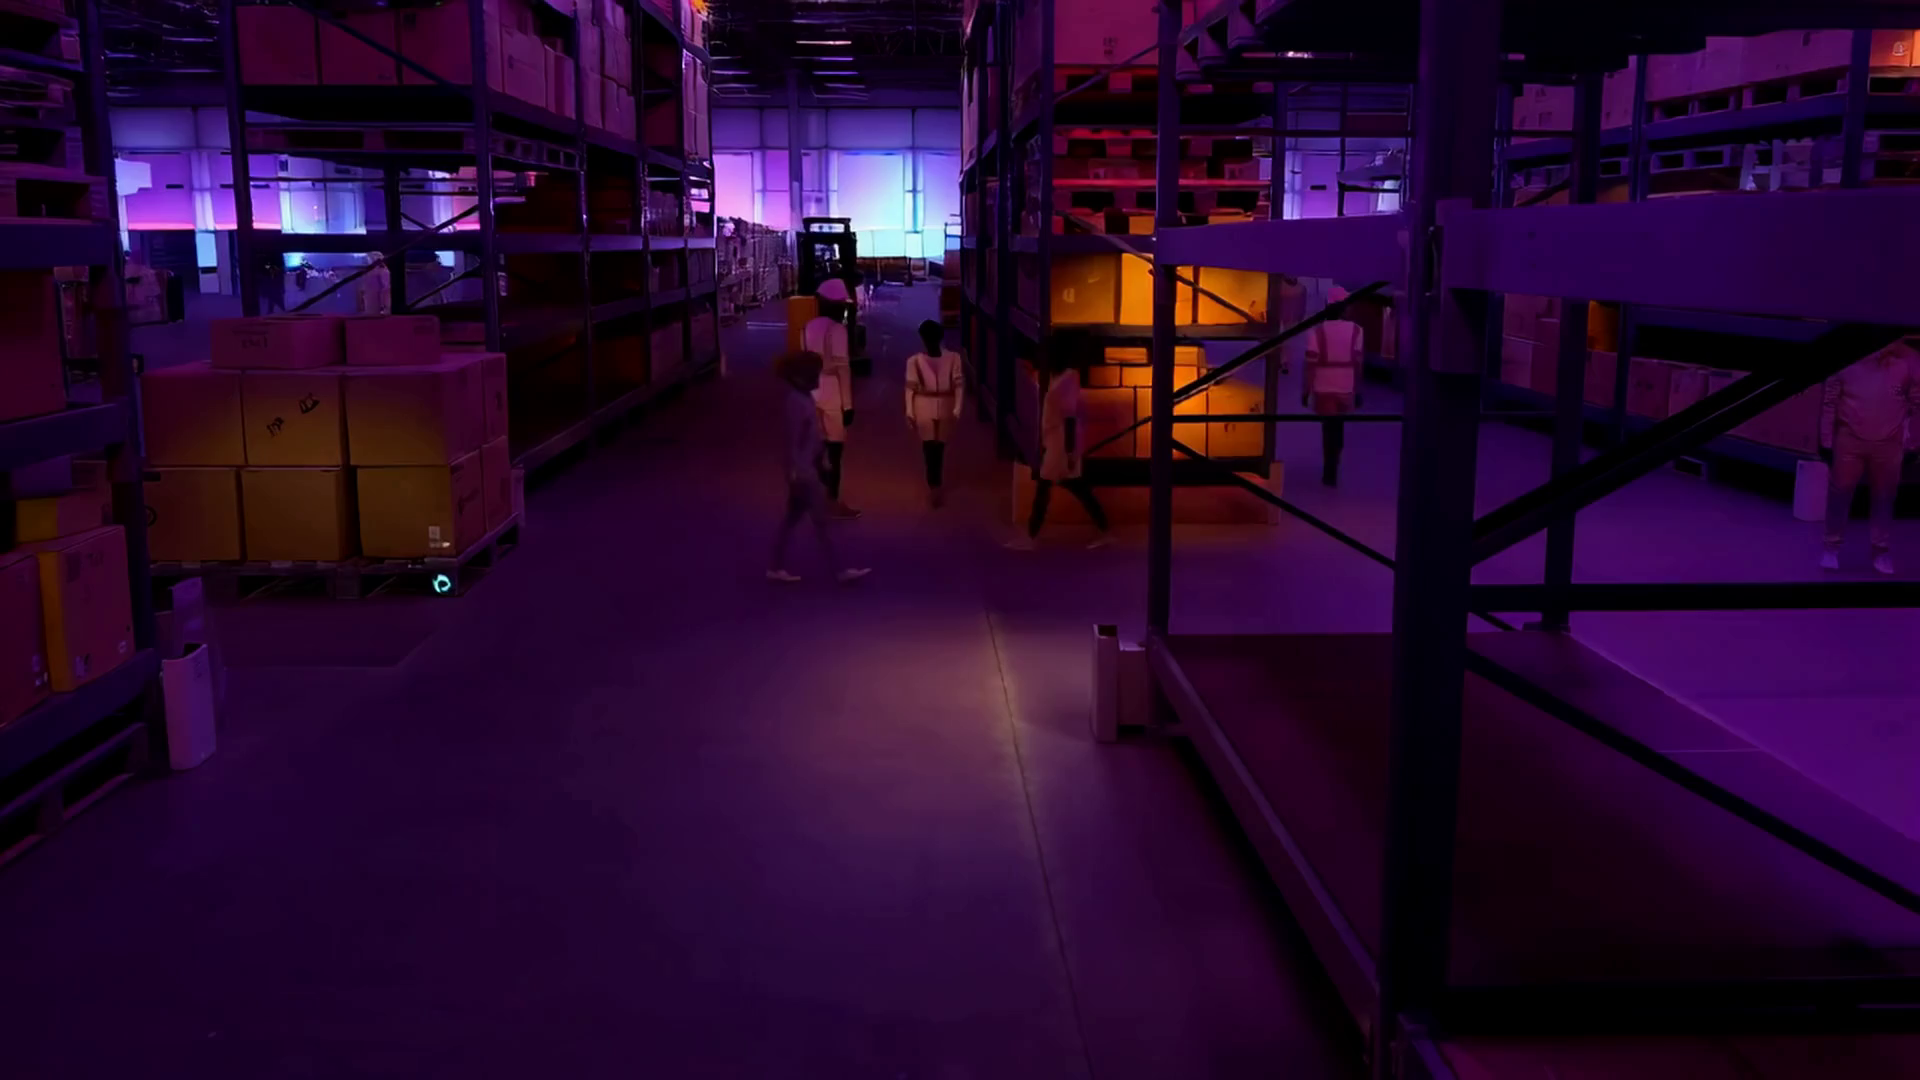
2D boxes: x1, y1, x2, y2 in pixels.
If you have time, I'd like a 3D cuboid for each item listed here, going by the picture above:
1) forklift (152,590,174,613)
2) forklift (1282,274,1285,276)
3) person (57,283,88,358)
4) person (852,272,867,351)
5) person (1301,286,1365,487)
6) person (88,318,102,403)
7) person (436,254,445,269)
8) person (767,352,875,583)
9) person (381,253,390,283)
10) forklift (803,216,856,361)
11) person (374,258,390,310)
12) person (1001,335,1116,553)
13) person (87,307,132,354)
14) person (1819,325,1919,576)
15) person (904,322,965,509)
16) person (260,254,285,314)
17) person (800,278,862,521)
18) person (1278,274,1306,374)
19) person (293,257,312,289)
[{"bbox_3d":[-5.858,-0.811,9.639,1.873,2.768,1.129,-1,10,-3],"label":"forklift"},{"bbox_3d":[12.242,-10.301,62.508,1.129,2.768,1.873,0,10,-2],"label":"forklift"},{"bbox_3d":[-16.271,-3.903,30.429,0.837,1.603,0.526,0,10,2],"label":"person"},{"bbox_3d":[-2.148,-4.802,35.167,0.317,1.695,0.540,-4,11,-23],"label":"person"},{"bbox_3d":[3.578,-1.497,16.143,0.571,1.913,0.780,-1,10,-5],"label":"person"},{"bbox_3d":[-11.995,-2.641,23.441,0.514,1.579,0.852,7,12,33],"label":"person"},{"bbox_3d":[-21.738,-10.994,69.327,0.678,1.818,0.624,-5,11,-26],"label":"person"},{"bbox_3d":[-0.969,-0.482,11.357,0.818,1.589,0.526,1,10,6],"label":"person"},{"bbox_3d":[-21.546,-9.783,62.318,0.397,1.919,0.581,1,10,5],"label":"person"},{"bbox_3d":[-2.528,-4.814,31.937,1.129,2.768,1.873,0,10,-2],"label":"forklift"},{"bbox_3d":[-14.280,-5.997,41.202,0.392,1.932,0.723,-1,10,-4],"label":"person"},{"bbox_3d":[0.790,-0.721,12.568,0.883,1.651,0.546,0,10,-1],"label":"person"},{"bbox_3d":[-12.480,-2.877,24.358,0.552,1.716,0.893,-1,10,-7],"label":"person"},{"bbox_3d":[6.418,-0.695,11.743,0.640,1.899,0.398,4,11,21],"label":"person"},{"bbox_3d":[-0.221,-1.114,14.765,0.528,1.636,0.888,-3,11,-14],"label":"person"},{"bbox_3d":[-21.307,-7.909,51.519,0.683,2.000,0.735,8,13,38],"label":"person"},{"bbox_3d":[-1.090,-1.181,14.059,0.404,2.035,0.609,-8,13,-38],"label":"person"},{"bbox_3d":[5.864,-3.954,29.838,0.641,1.915,0.671,0,10,2],"label":"person"},{"bbox_3d":[-19.004,-7.205,48.024,0.985,1.883,0.549,5,11,25],"label":"person"}]
